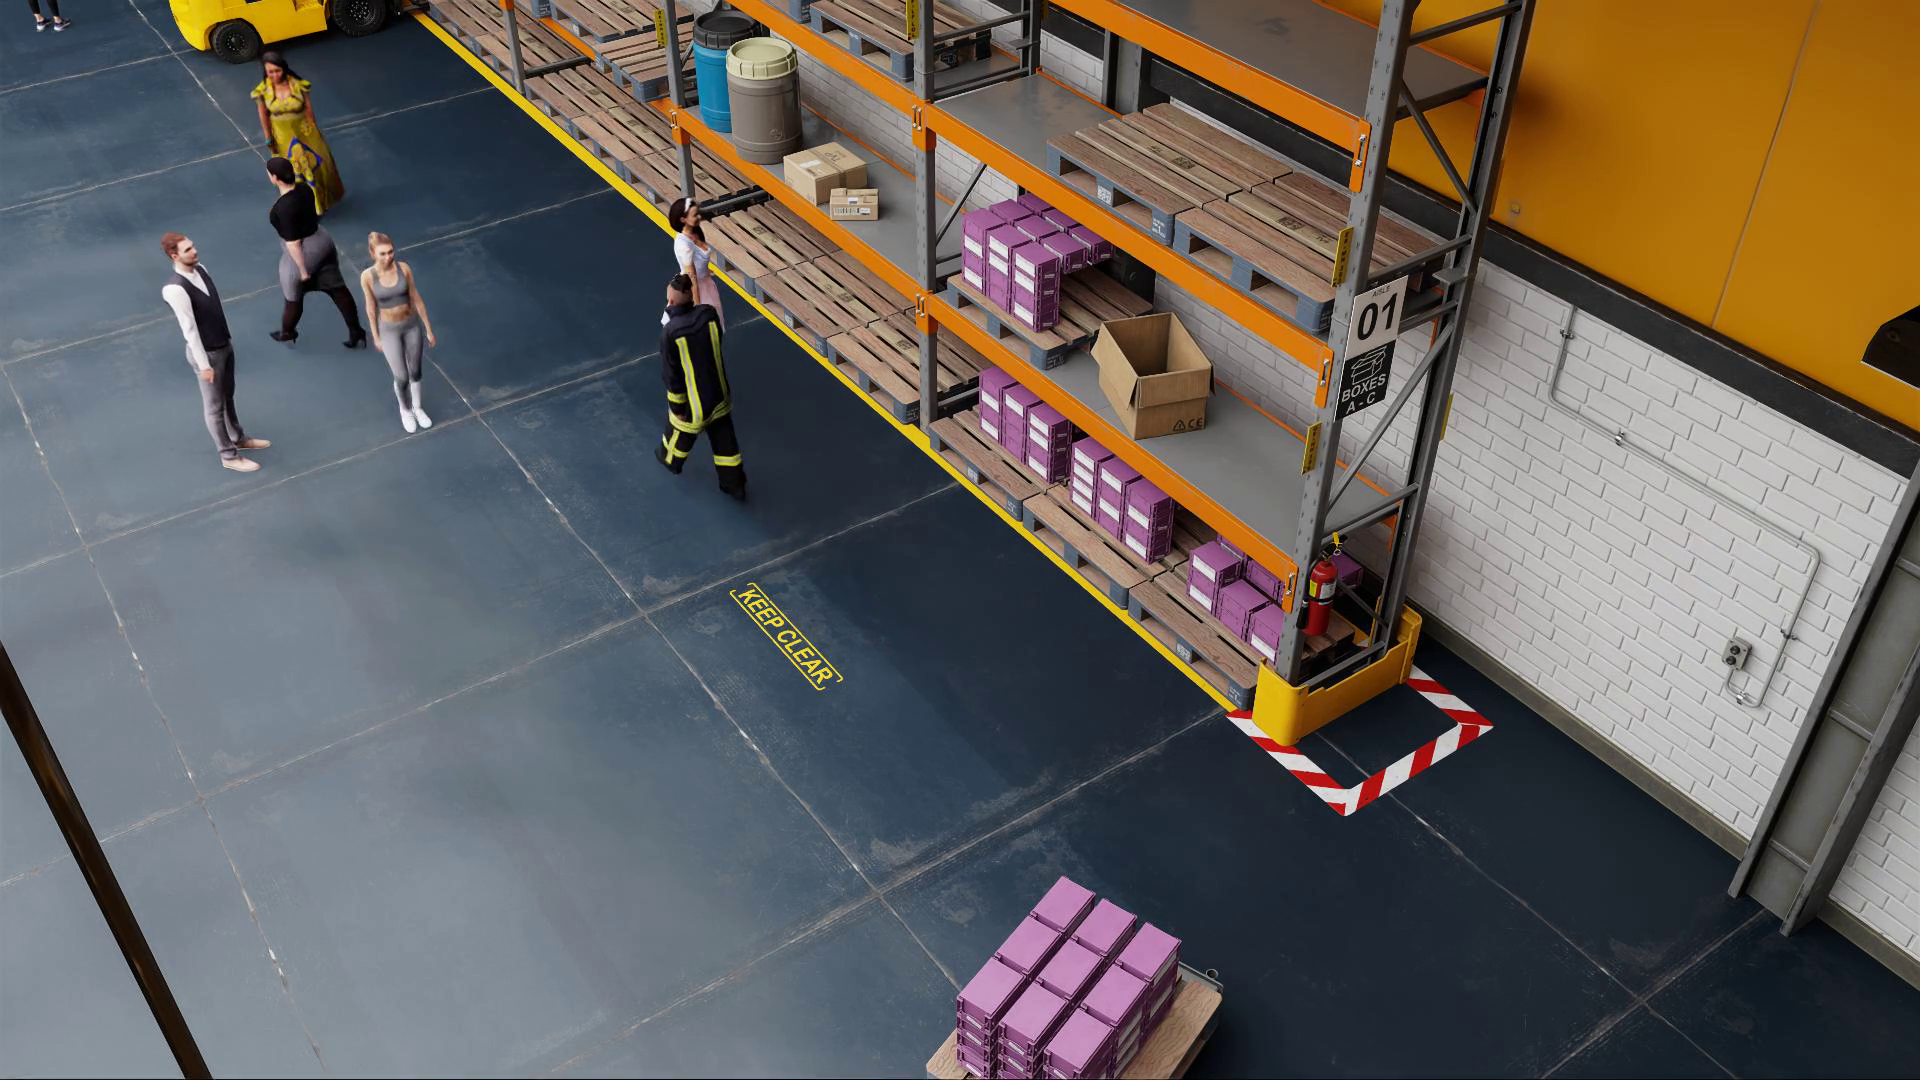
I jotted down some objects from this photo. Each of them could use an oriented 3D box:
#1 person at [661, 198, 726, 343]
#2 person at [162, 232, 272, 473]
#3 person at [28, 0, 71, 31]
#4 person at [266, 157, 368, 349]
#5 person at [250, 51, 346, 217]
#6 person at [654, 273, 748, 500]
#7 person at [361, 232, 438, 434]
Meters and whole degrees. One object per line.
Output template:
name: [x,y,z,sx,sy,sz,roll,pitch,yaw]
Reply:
person: [-2.074,-1.845,13.026,0.908,1.819,0.835,-1,39,-1]
person: [-5.608,-1.428,12.410,0.806,1.937,0.714,1,39,1]
person: [-10.832,-6.803,19.331,0.675,1.698,0.720,1,39,2]
person: [-5.247,-2.309,13.684,1.132,1.723,1.067,5,39,7]
person: [-6.277,-3.825,15.643,0.814,1.648,0.774,-17,42,-20]
person: [-1.854,-1.075,12.054,0.864,1.829,1.175,-31,48,-33]
person: [-4.358,-1.644,12.874,0.558,1.694,0.548,-25,45,-27]
